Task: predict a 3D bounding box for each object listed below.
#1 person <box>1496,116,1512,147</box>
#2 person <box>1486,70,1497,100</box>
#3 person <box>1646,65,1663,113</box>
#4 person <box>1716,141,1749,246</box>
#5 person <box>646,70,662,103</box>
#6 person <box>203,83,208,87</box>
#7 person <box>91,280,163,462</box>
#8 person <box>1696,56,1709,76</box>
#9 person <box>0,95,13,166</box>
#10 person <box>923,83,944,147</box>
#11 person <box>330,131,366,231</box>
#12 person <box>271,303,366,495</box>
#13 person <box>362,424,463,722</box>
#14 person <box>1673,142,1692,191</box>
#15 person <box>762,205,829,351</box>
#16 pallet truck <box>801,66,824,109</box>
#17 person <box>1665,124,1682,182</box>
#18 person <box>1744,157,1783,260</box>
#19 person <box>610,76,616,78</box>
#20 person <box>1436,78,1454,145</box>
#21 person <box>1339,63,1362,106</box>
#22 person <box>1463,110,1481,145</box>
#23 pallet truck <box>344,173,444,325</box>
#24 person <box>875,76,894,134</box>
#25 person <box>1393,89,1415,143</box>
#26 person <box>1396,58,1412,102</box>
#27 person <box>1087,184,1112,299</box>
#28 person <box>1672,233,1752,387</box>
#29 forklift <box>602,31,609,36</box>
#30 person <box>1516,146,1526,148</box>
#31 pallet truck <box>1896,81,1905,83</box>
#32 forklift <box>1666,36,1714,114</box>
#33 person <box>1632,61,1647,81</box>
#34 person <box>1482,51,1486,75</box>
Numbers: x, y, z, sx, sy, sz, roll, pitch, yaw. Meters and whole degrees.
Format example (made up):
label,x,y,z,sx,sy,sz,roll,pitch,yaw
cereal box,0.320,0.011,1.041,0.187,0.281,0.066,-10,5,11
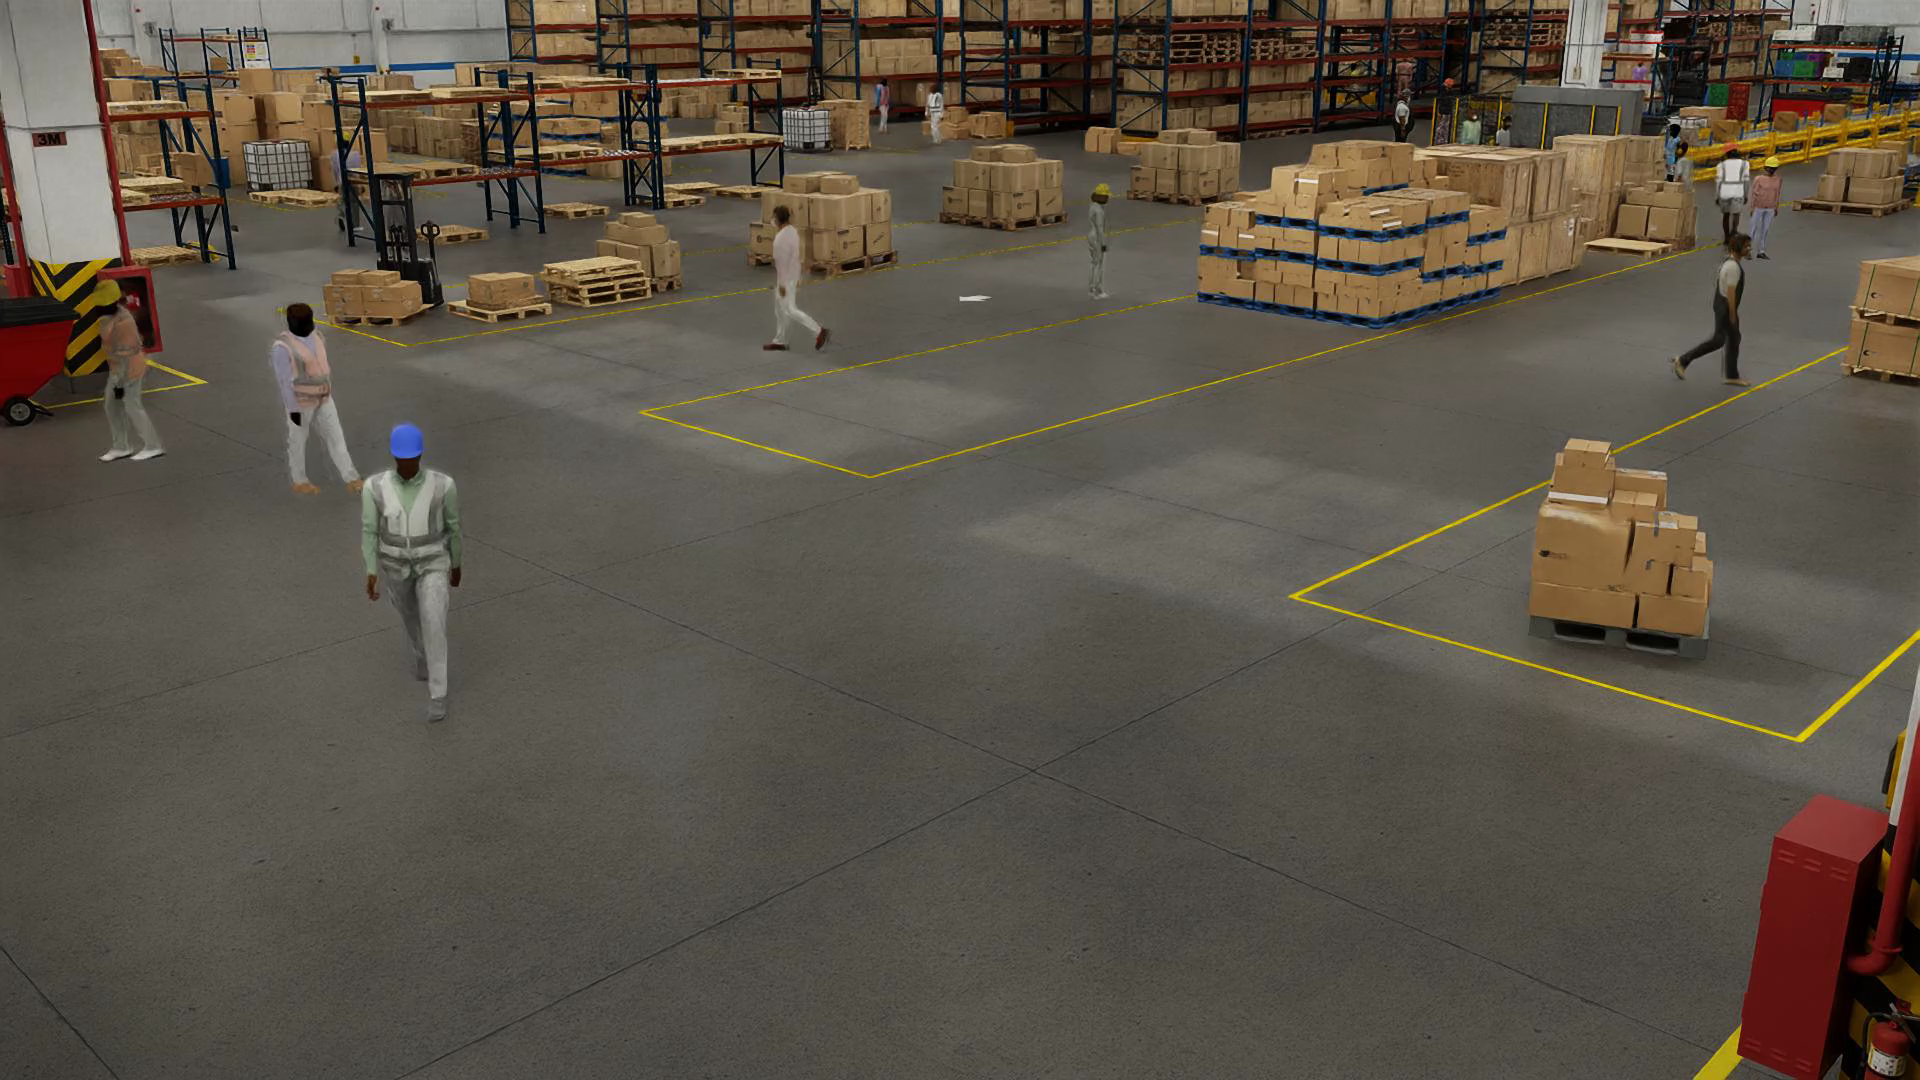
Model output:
label,x,y,z,sx,sy,sz,roll,pitch,yaw
person,11.965,-8.414,36.720,0.310,1.863,0.534,17,25,42
person,21.896,-19.026,68.690,0.670,1.876,0.421,-17,25,-42
person,26.103,-16.955,62.548,0.602,1.811,0.763,17,25,42
person,14.026,-6.281,30.273,0.591,1.888,0.643,8,20,23
person,-10.354,-14.964,56.391,0.593,1.909,0.383,8,20,23
person,-24.261,-13.922,53.704,0.521,1.618,0.709,-8,20,-24
person,-8.257,-1.651,16.338,0.677,1.863,0.652,17,25,42
person,32.700,-20.465,73.306,0.533,1.689,0.333,7,20,20
person,-25.227,-10.847,43.954,0.627,1.925,0.428,-16,24,-39
person,-0.803,-12.641,49.473,0.696,1.856,0.587,-13,22,-35
person,-11.816,-6.900,32.089,0.595,1.913,0.543,2,18,5
person,-5.883,-1.266,15.264,0.887,1.808,0.659,7,20,21
person,-3.568,0.143,10.904,0.607,1.905,1.012,-3,19,-8
person,13.416,-6.517,31.090,0.532,1.810,1.015,-14,23,-36
person,-2.141,-3.353,21.411,0.834,1.915,0.636,2,18,7
pallet truck,-4.812,-15.182,56.903,0.823,1.965,1.885,-9,21,-26
person,15.789,-8.352,36.814,0.323,1.690,0.536,1,18,4
person,13.968,-5.754,28.859,0.526,1.768,0.331,-2,18,-6
person,-11.916,-15.217,57.584,0.314,1.629,0.509,-16,24,-40
person,14.410,-12.666,49.328,0.608,1.995,0.377,-14,23,-36
person,15.801,-18.307,66.862,0.870,1.655,0.539,3,19,8
person,12.877,-10.000,41.882,0.505,1.622,0.343,-3,19,-9
pallet truck,-8.209,-4.181,23.757,0.823,1.965,1.885,3,19,9
person,-2.368,-14.039,53.730,0.714,1.819,0.640,11,21,30
person,11.629,-10.785,43.587,0.535,2.000,0.686,2,18,6
person,18.209,-18.885,68.201,0.651,1.906,0.409,7,19,19
person,2.112,-4.533,25.232,0.352,1.732,0.503,-1,18,-4
person,8.988,-2.722,19.648,0.825,1.824,0.519,10,21,27
forklift,-14.507,-19.901,69.740,1.129,2.768,1.873,17,25,41
person,9.881,-6.007,29.428,0.663,1.898,0.594,7,20,20
pallet truck,34.802,-16.331,61.455,0.653,1.274,1.630,17,25,41
forklift,27.341,-17.291,61.877,1.129,2.768,1.873,17,25,41
person,26.879,-18.125,65.881,0.598,1.924,0.570,-16,24,-40
person,22.519,-19.978,71.358,0.527,1.993,0.652,-1,18,-2
